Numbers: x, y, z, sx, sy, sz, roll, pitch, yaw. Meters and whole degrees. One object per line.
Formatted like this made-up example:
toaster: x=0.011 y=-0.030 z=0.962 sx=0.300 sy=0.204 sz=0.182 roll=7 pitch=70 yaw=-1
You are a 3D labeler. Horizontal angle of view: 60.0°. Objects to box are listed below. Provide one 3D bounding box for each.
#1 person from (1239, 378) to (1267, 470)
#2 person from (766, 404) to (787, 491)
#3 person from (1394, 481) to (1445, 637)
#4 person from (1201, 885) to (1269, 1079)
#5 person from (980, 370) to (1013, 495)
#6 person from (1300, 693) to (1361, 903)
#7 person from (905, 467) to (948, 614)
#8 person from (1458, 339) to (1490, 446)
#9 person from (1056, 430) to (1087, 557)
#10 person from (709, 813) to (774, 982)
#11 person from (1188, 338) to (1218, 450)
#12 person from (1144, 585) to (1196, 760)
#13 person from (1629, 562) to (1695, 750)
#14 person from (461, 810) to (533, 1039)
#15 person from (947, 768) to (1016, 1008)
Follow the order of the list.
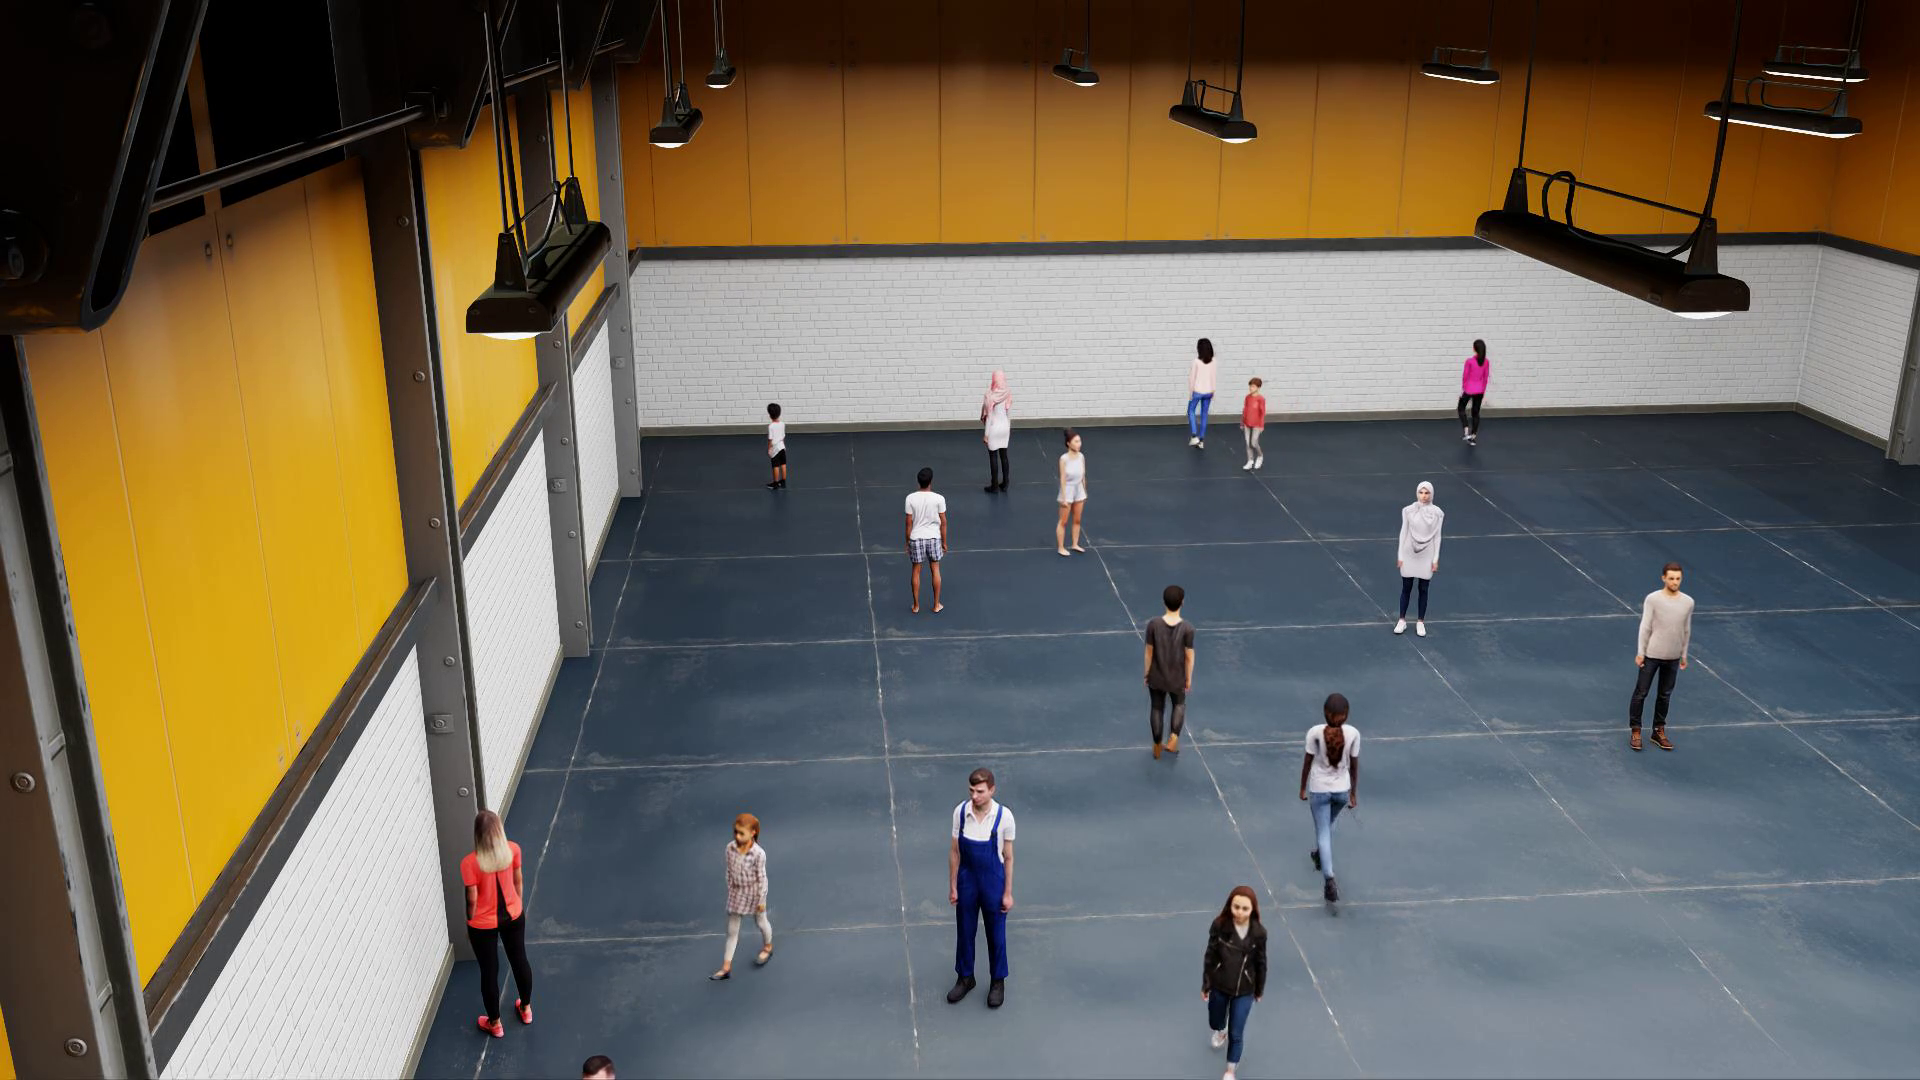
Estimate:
person: x=4.468 y=-1.768 z=25.155 sx=0.698 sy=1.408 sz=0.632 roll=-17 pitch=25 yaw=-41
person: x=-2.664 y=-1.371 z=24.204 sx=0.633 sy=1.262 sz=0.573 roll=15 pitch=24 yaw=38
person: x=5.165 y=0.196 z=18.745 sx=0.678 sy=1.776 sz=0.650 roll=5 pitch=19 yaw=16
person: x=1.818 y=2.931 z=11.104 sx=0.752 sy=1.469 sz=0.948 roll=4 pitch=19 yaw=13
person: x=0.545 y=-1.564 z=23.928 sx=0.735 sy=1.803 sz=0.756 roll=-12 pitch=22 yaw=-33
person: x=2.968 y=2.076 z=13.312 sx=0.618 sy=1.681 sz=1.135 roll=-1 pitch=19 yaw=-2
person: x=-0.408 y=0.003 z=19.387 sx=0.672 sy=1.732 sz=0.555 roll=1 pitch=19 yaw=2
person: x=8.172 y=-2.319 z=26.354 sx=0.585 sy=1.687 sz=0.580 roll=-2 pitch=19 yaw=-7
person: x=1.425 y=-0.612 z=21.404 sx=0.654 sy=1.610 sz=0.687 roll=-13 pitch=23 yaw=-34
person: x=-1.534 y=2.607 z=12.365 sx=0.819 sy=1.279 sz=0.956 roll=9 pitch=21 yaw=26
person: x=3.837 y=-2.287 z=26.146 sx=0.664 sy=1.758 sz=0.588 roll=-3 pitch=19 yaw=-9
person: x=1.943 y=1.281 z=15.642 sx=0.706 sy=1.700 sz=0.700 roll=4 pitch=19 yaw=12
person: x=6.716 y=1.094 z=15.935 sx=0.659 sy=1.868 sz=0.584 roll=0 pitch=19 yaw=0
person: x=-3.224 y=2.650 z=11.587 sx=0.676 sy=1.694 sz=0.707 roll=-16 pitch=24 yaw=-39
person: x=0.166 y=2.458 z=11.913 sx=0.706 sy=1.849 sz=0.689 roll=5 pitch=19 yaw=15
